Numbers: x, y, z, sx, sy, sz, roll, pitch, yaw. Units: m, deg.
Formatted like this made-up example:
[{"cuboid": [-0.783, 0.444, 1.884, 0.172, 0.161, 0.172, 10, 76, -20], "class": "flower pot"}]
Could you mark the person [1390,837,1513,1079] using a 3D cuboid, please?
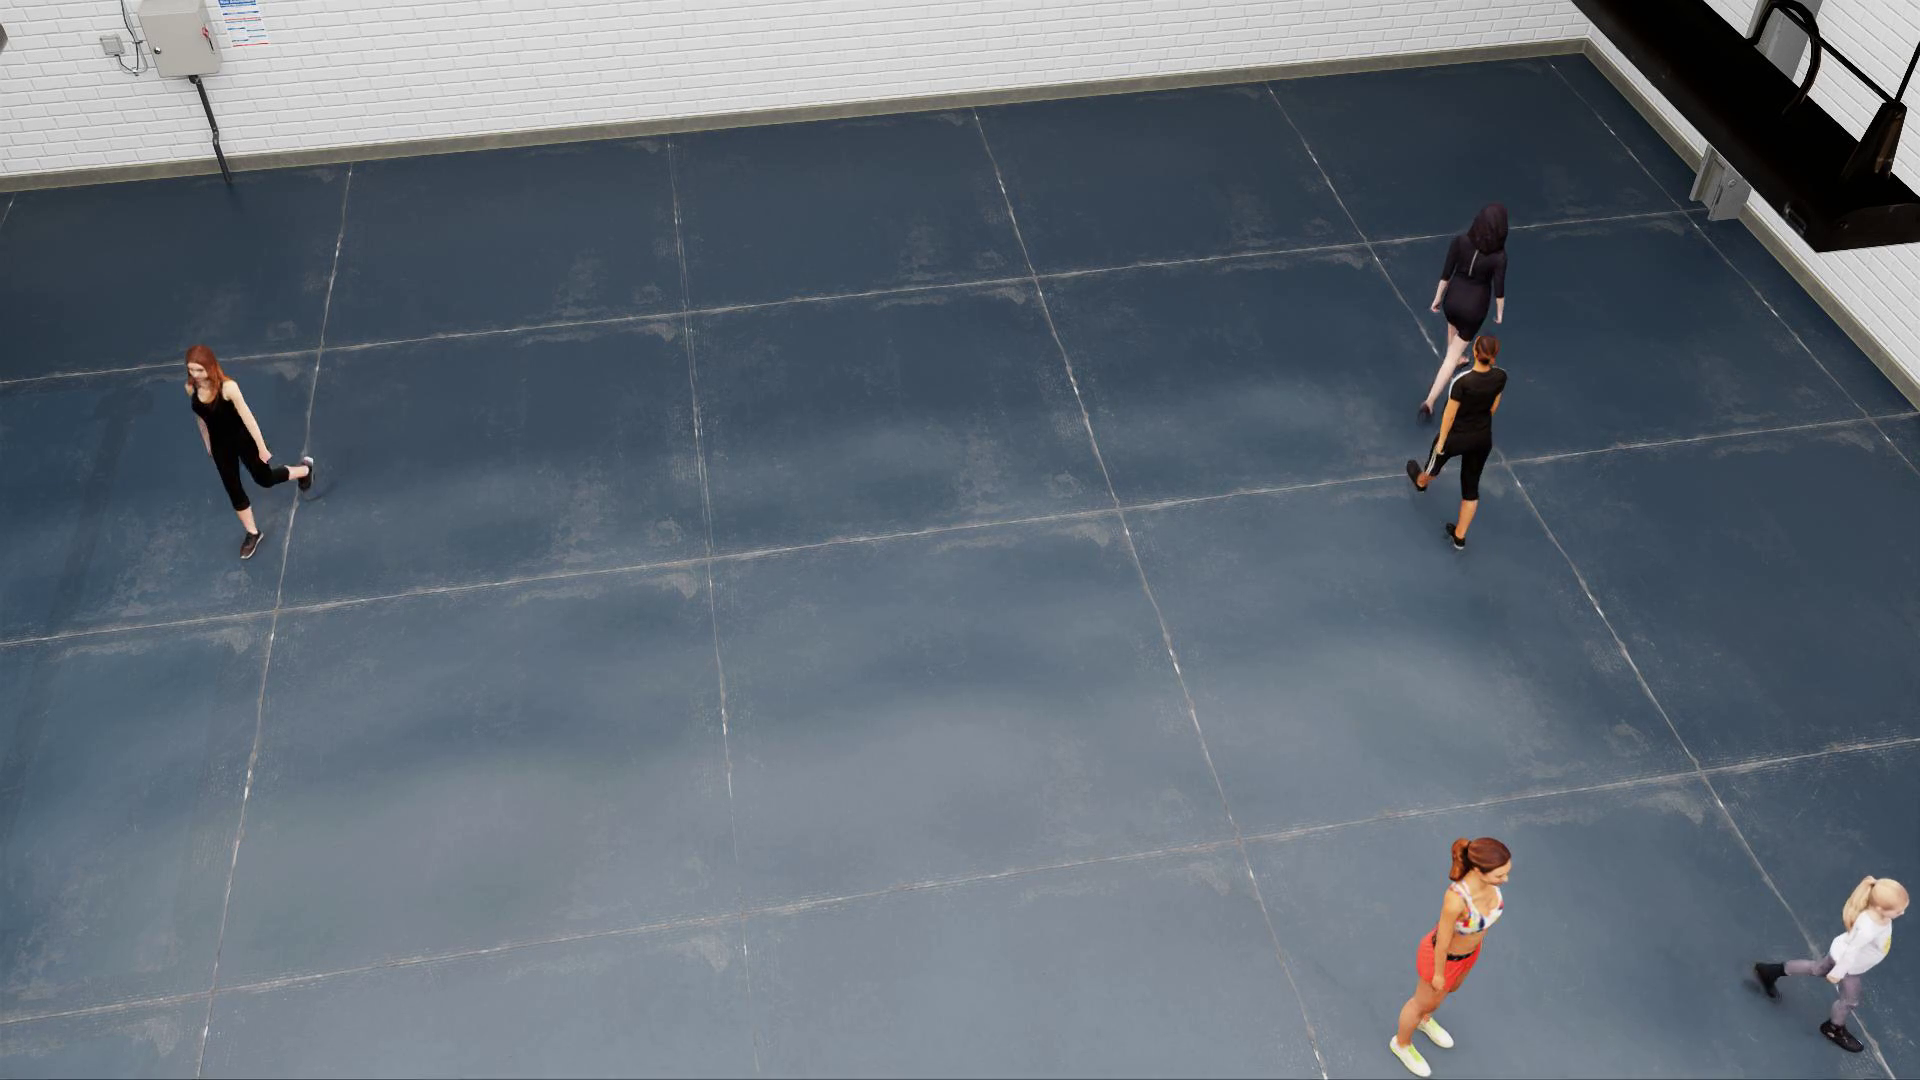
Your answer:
[{"cuboid": [2.488, 2.075, 8.461, 0.679, 1.788, 0.713, -31, 52, -28], "class": "person"}]

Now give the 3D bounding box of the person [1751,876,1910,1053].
[{"cuboid": [4.614, 2.161, 8.752, 0.917, 1.261, 0.846, 26, 50, 25], "class": "person"}]

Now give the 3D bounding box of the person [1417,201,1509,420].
[{"cuboid": [3.706, -1.644, 12.391, 1.130, 1.752, 1.127, 31, 52, 28], "class": "person"}]

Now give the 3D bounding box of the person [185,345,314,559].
[{"cuboid": [-4.916, -0.718, 11.459, 0.885, 1.697, 1.124, 11, 45, 12], "class": "person"}]

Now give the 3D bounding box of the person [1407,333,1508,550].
[{"cuboid": [3.509, -0.657, 11.446, 0.592, 1.626, 1.058, -7, 44, -7], "class": "person"}]
